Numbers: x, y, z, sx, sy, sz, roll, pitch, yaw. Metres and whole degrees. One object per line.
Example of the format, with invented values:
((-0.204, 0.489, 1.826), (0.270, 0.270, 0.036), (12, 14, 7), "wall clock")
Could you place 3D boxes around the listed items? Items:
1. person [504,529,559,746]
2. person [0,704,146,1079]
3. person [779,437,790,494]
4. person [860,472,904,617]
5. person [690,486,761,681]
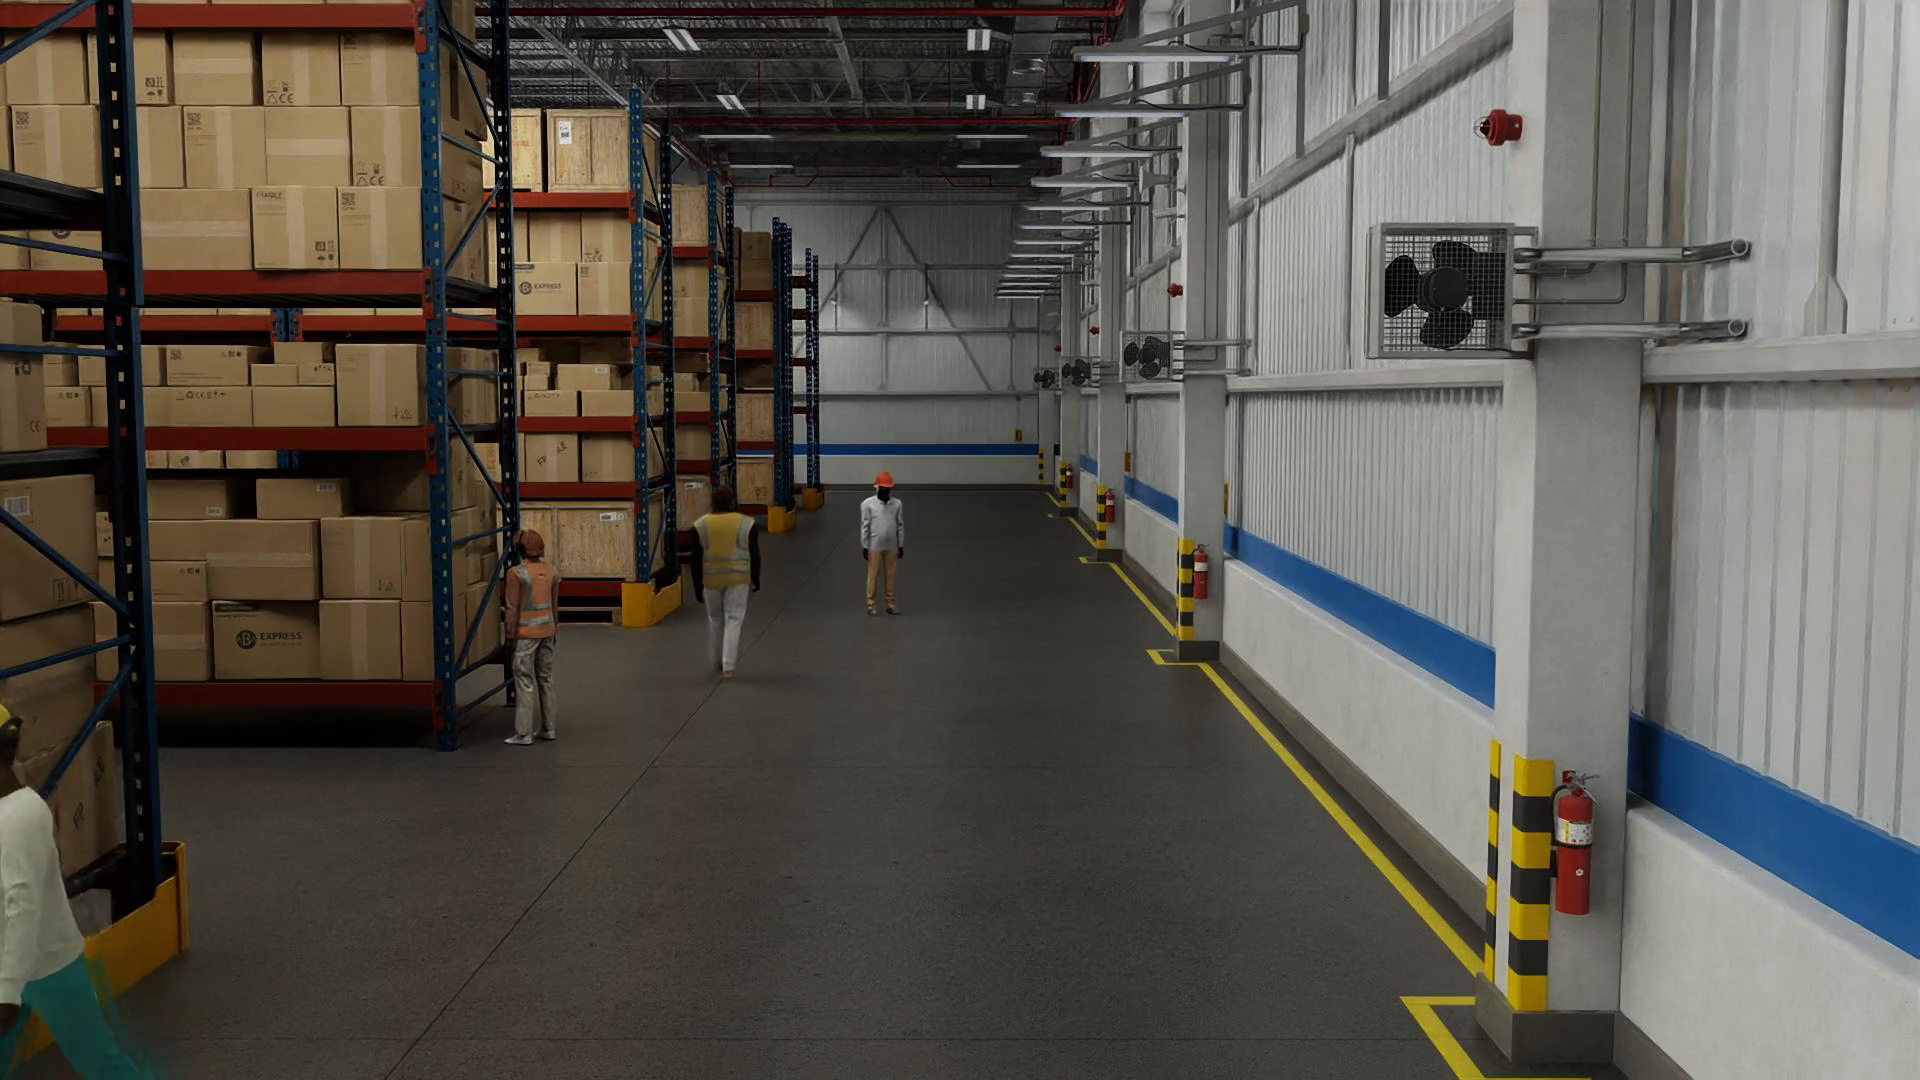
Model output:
((-3.231, 0.733, 12.580), (0.312, 1.632, 0.525), (3, 6, 29), "person")
((-2.893, 1.331, 5.199), (0.627, 1.702, 0.890), (5, 7, 44), "person")
((-3.998, -1.480, 37.772), (0.319, 1.737, 0.485), (0, 5, 6), "person")
((-0.915, 0.053, 19.857), (0.565, 1.743, 0.363), (-3, 6, -29), "person")
((-2.191, 0.393, 15.616), (0.620, 1.787, 0.972), (0, 5, -1), "person")
